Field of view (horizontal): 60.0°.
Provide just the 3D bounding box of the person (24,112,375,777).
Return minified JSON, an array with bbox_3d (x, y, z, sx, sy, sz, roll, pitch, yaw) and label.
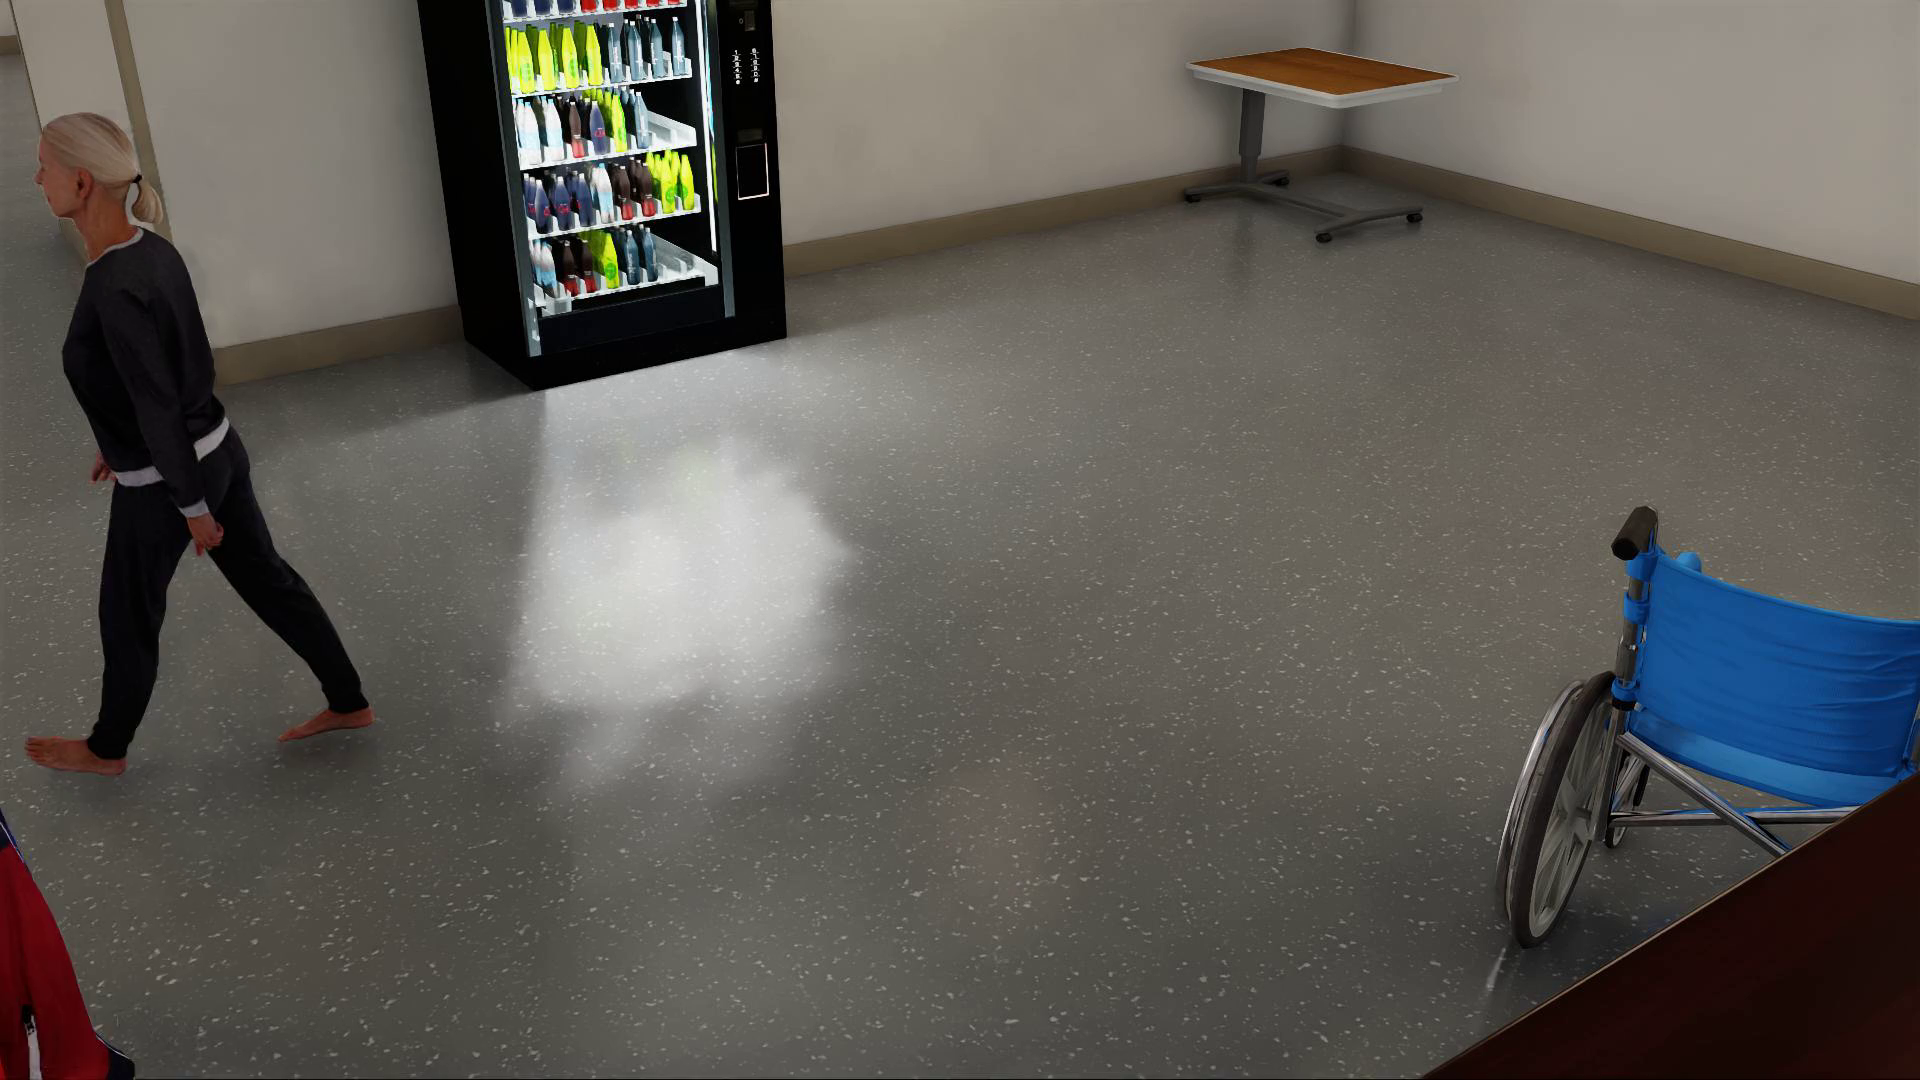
[{"bbox_3d":[-1.847,-0.179,4.110,1.153,1.687,0.942,-3,26,-5],"label":"person"}]
